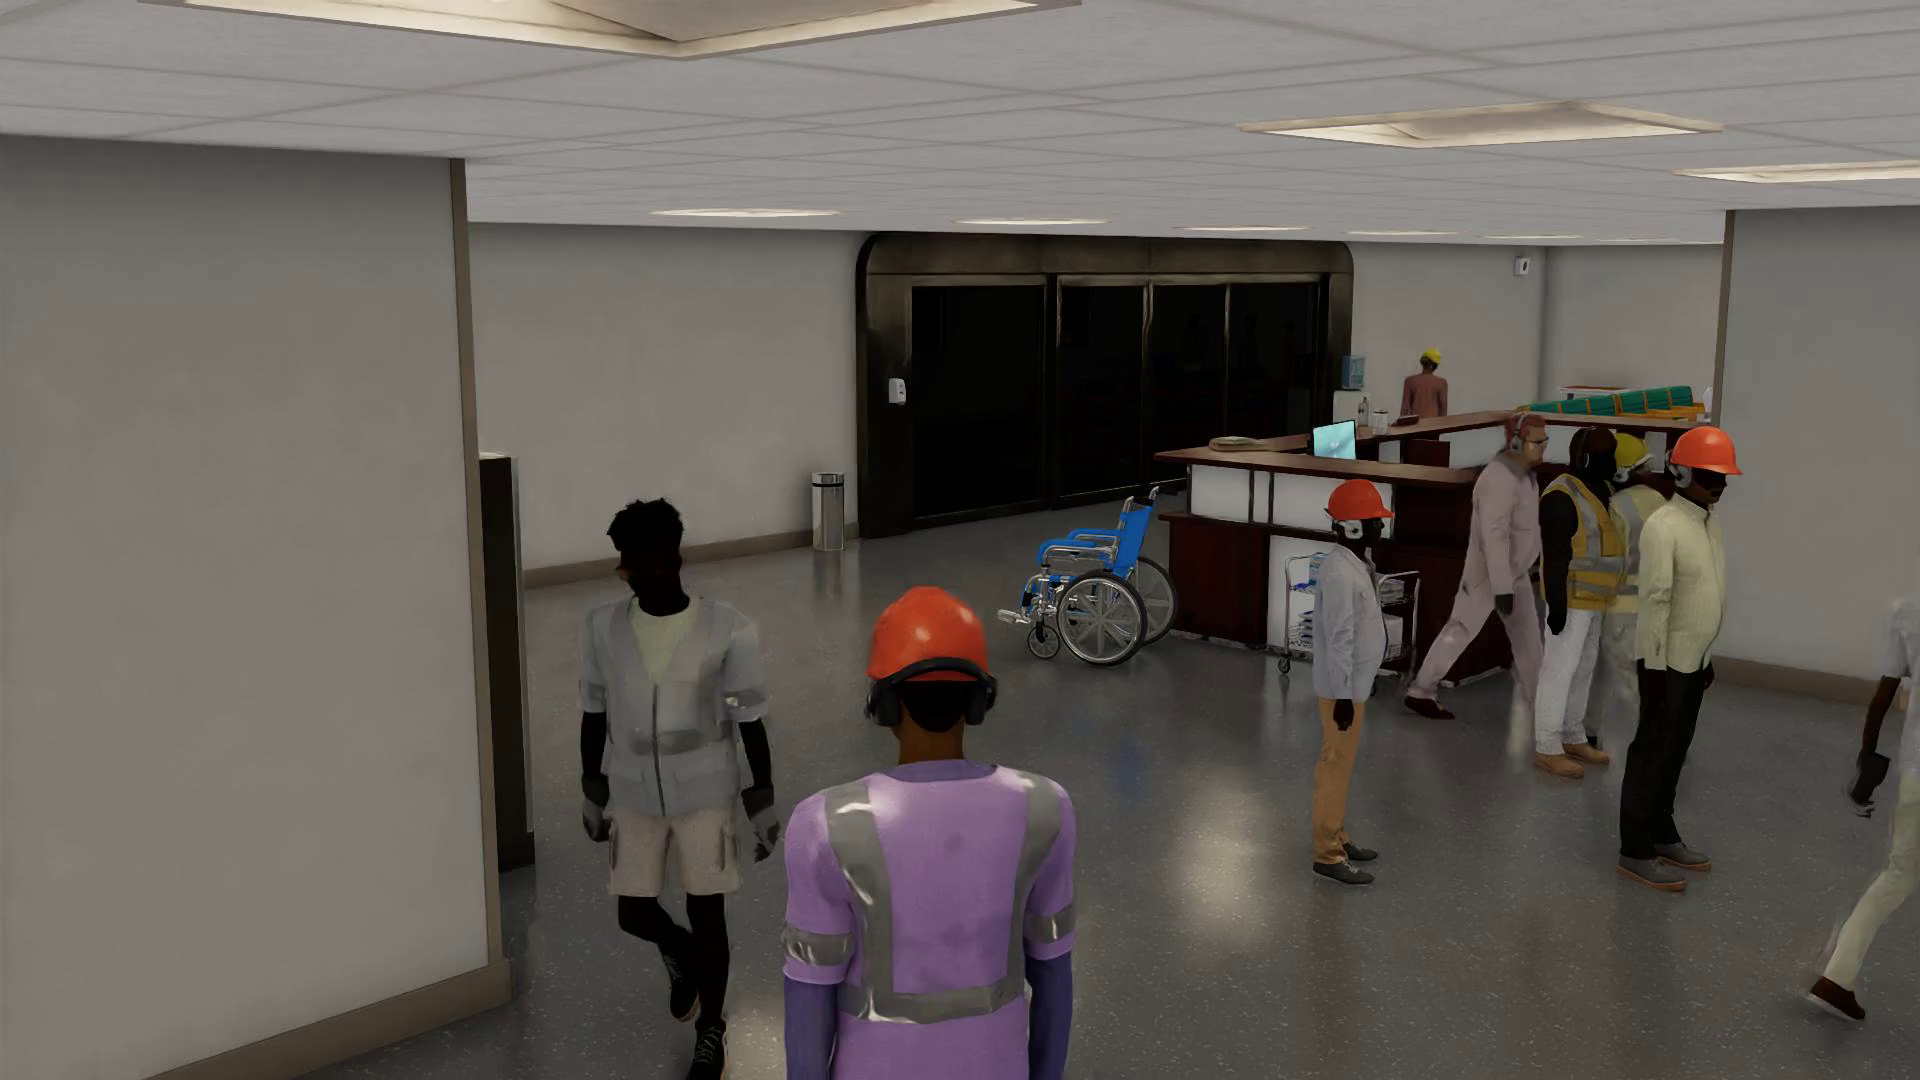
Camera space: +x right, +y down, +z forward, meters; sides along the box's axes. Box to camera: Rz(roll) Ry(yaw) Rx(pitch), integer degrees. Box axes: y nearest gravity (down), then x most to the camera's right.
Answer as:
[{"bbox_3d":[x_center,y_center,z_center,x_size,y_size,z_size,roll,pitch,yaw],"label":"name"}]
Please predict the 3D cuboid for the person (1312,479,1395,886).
[{"bbox_3d":[1.702,0.604,7.264,0.321,1.755,0.566,3,10,17],"label":"person"}]

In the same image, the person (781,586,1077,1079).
[{"bbox_3d":[-0.068,1.103,3.394,0.610,2.031,0.417,-4,10,-21],"label":"person"}]

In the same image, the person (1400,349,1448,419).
[{"bbox_3d":[5.531,-1.416,19.794,0.530,1.703,0.926,5,10,26],"label":"person"}]

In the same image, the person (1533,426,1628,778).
[{"bbox_3d":[3.287,0.316,8.786,0.634,1.841,0.429,-9,13,-44],"label":"person"}]

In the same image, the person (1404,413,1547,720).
[{"bbox_3d":[3.103,0.186,9.582,1.054,1.848,0.659,7,11,36],"label":"person"}]

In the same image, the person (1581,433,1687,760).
[{"bbox_3d":[3.571,0.330,8.872,0.598,1.798,0.844,-8,12,-41],"label":"person"}]

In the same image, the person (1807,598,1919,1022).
[{"bbox_3d":[3.374,0.832,5.640,0.612,1.844,0.648,-6,11,-34],"label":"person"}]

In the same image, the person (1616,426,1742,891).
[{"bbox_3d":[3.122,0.499,7.194,0.396,1.990,0.621,9,13,43],"label":"person"}]

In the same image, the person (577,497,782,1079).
[{"bbox_3d":[-0.901,0.809,5.478,0.698,1.942,0.600,1,9,5],"label":"person"}]
